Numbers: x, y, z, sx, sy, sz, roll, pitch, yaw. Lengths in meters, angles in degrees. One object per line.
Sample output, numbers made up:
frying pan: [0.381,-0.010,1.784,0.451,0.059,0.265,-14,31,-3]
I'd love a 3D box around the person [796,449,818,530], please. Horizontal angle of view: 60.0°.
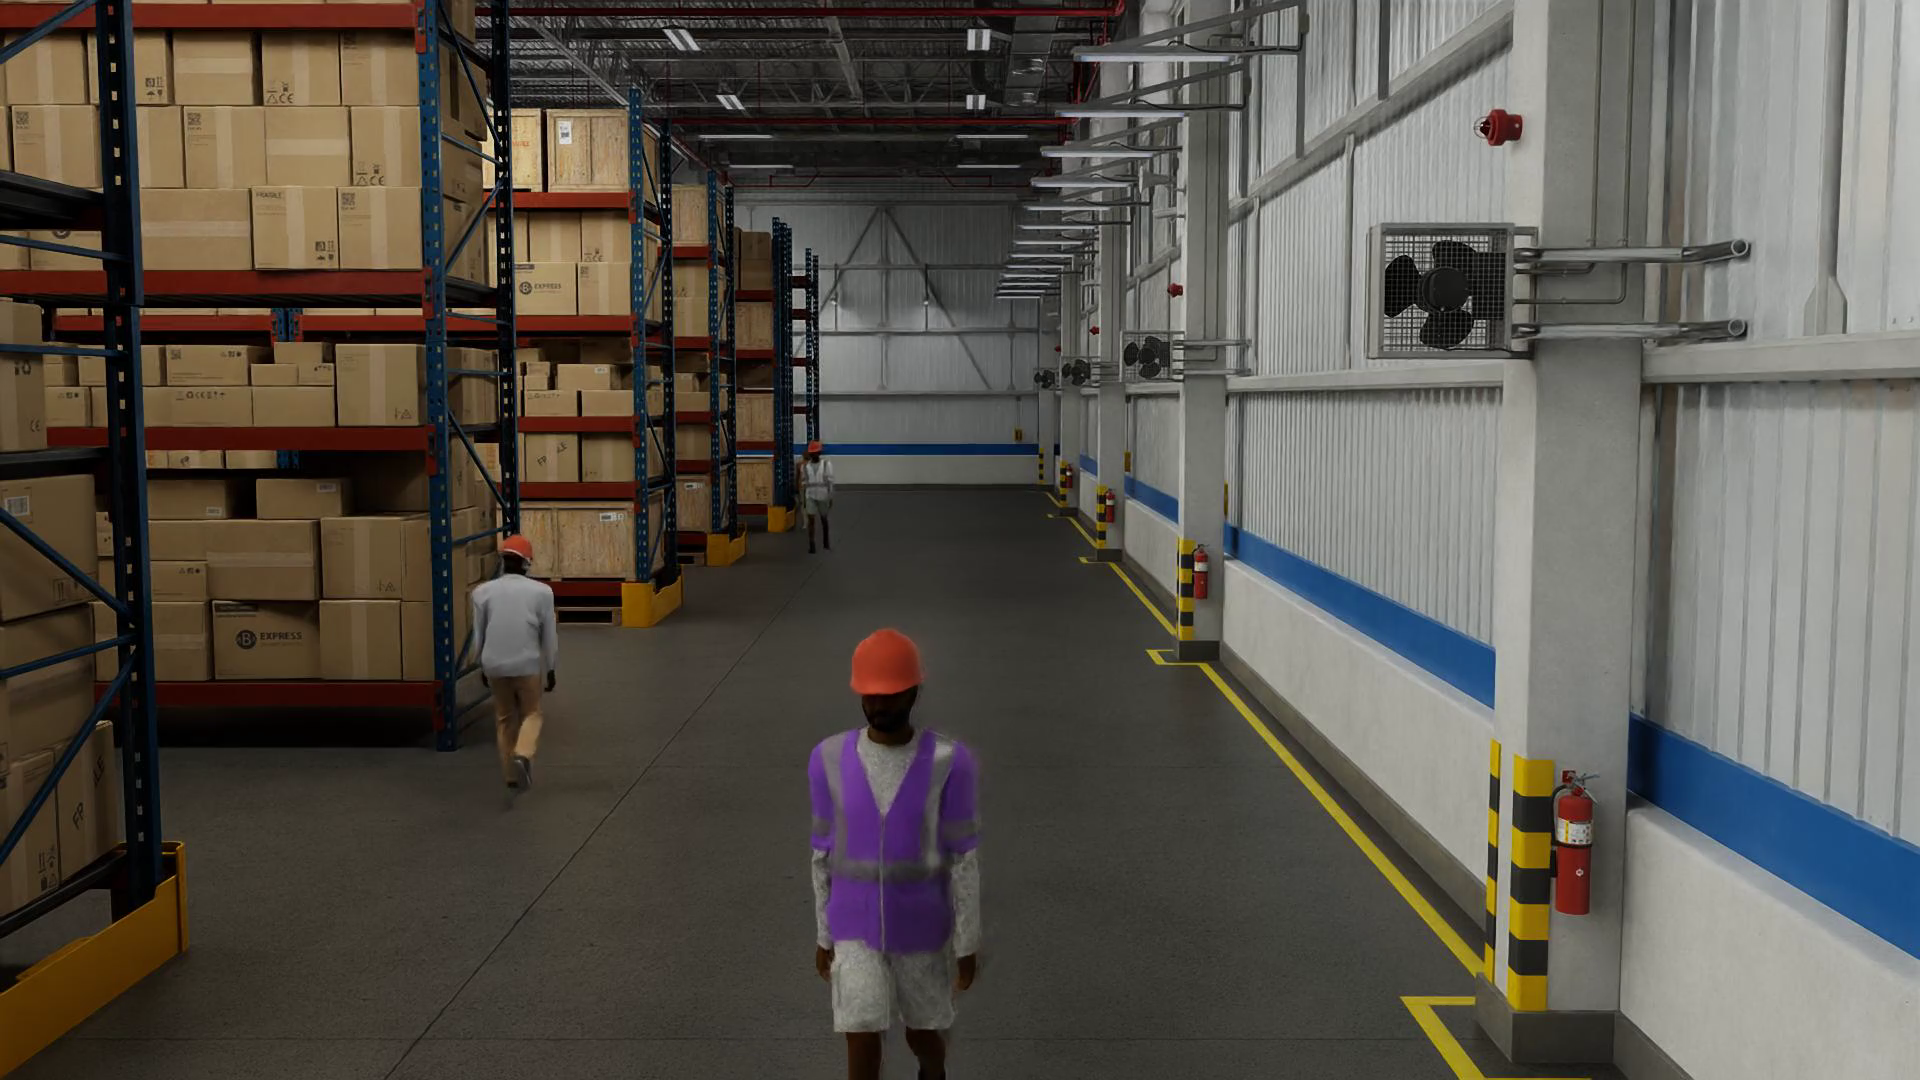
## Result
person: [-3.012,-1.008,33.062,0.516,1.595,0.855,0,5,0]

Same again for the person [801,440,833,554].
person: [-2.403,-0.737,28.089,0.554,1.914,0.745,0,5,3]

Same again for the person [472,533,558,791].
person: [-2.946,0.823,10.988,0.560,1.726,0.565,0,5,0]

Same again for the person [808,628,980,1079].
person: [-0.205,1.214,5.386,0.550,1.913,0.866,1,5,6]
